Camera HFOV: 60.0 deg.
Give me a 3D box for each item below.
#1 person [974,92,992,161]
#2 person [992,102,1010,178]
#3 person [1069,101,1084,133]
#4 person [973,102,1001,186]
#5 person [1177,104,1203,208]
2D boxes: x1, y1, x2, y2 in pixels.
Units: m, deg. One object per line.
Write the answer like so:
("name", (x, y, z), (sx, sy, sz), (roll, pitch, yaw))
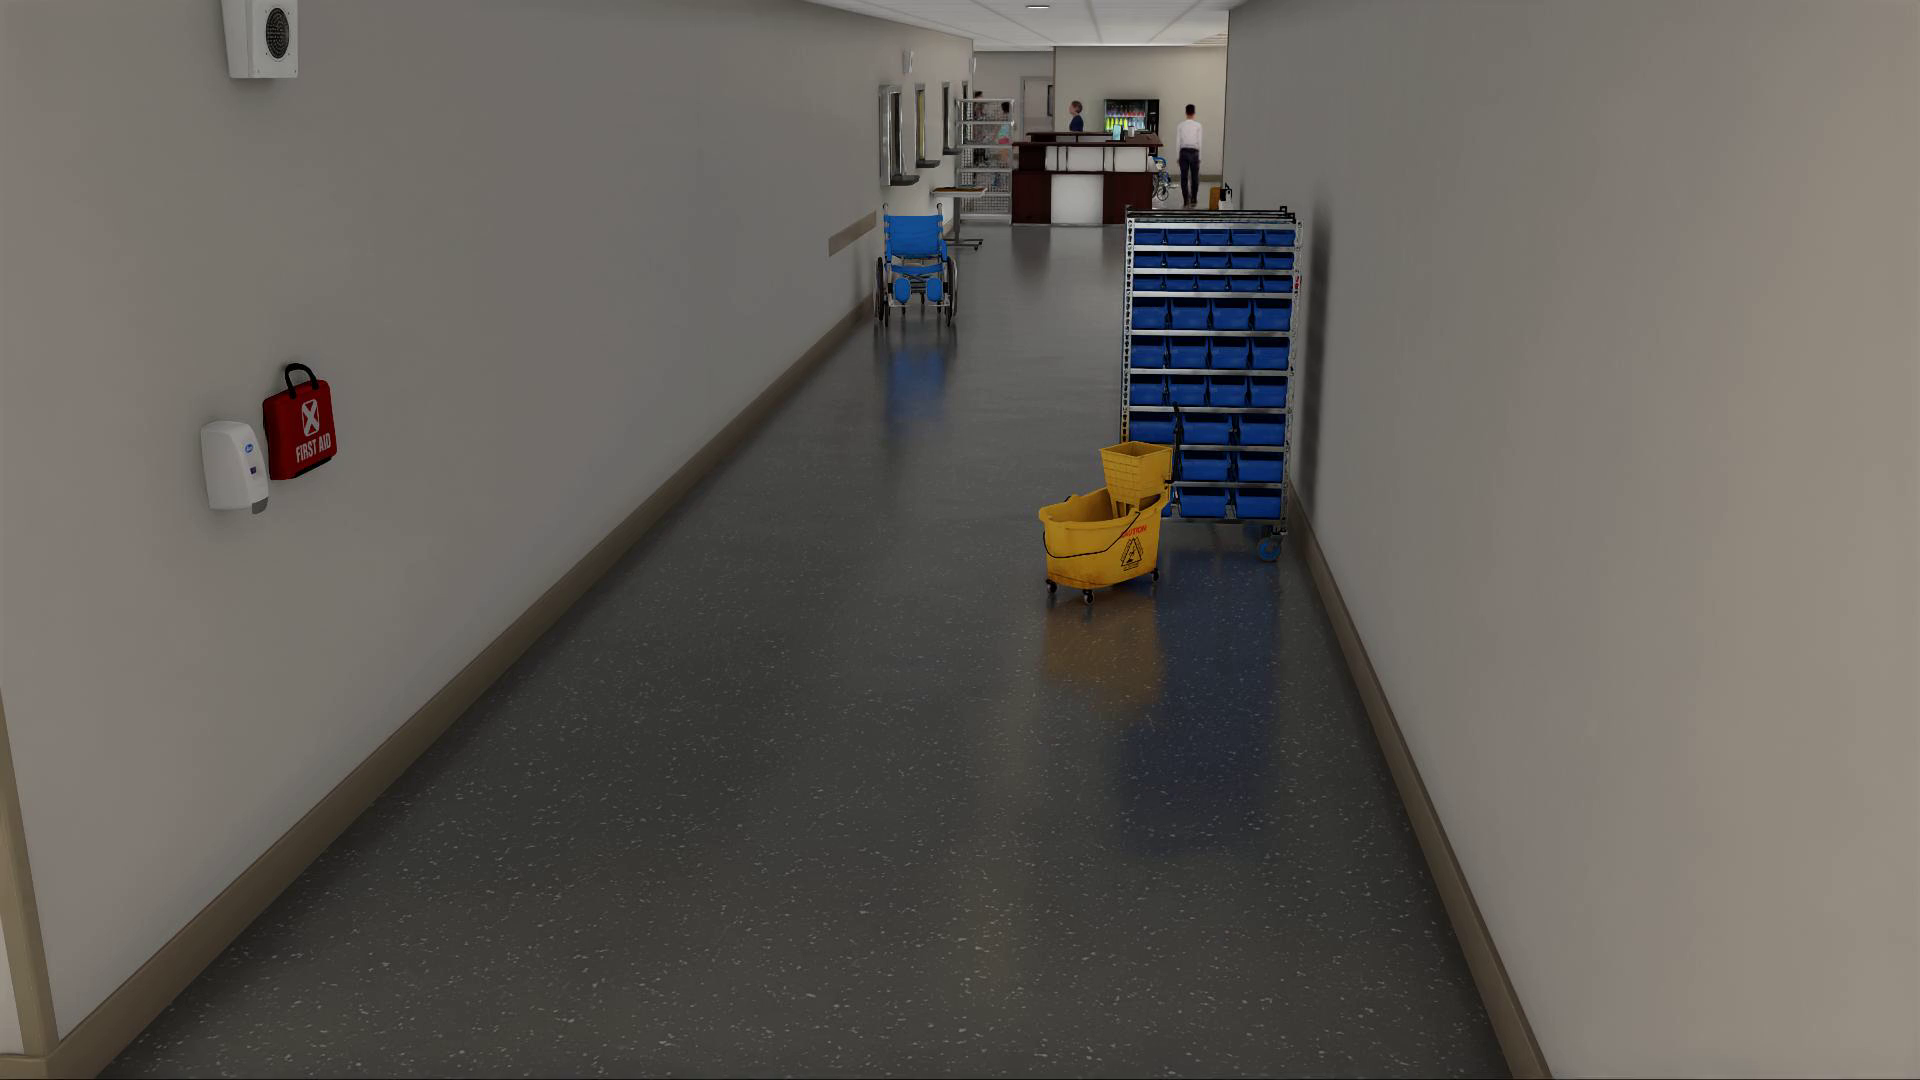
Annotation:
("person", (0.369, -11.460, 46.163), (0.912, 1.883, 0.758), (4, 16, 13))
("person", (1.046, -9.269, 38.695), (1.169, 1.718, 1.152), (-10, 19, -32))
("person", (2.408, -7.811, 33.336), (1.188, 1.820, 0.690), (2, 16, 8))
("person", (0.469, -8.483, 35.748), (1.049, 1.804, 0.687), (2, 16, 7))
("person", (4.202, -7.048, 30.573), (0.975, 1.850, 0.763), (3, 16, 10))
